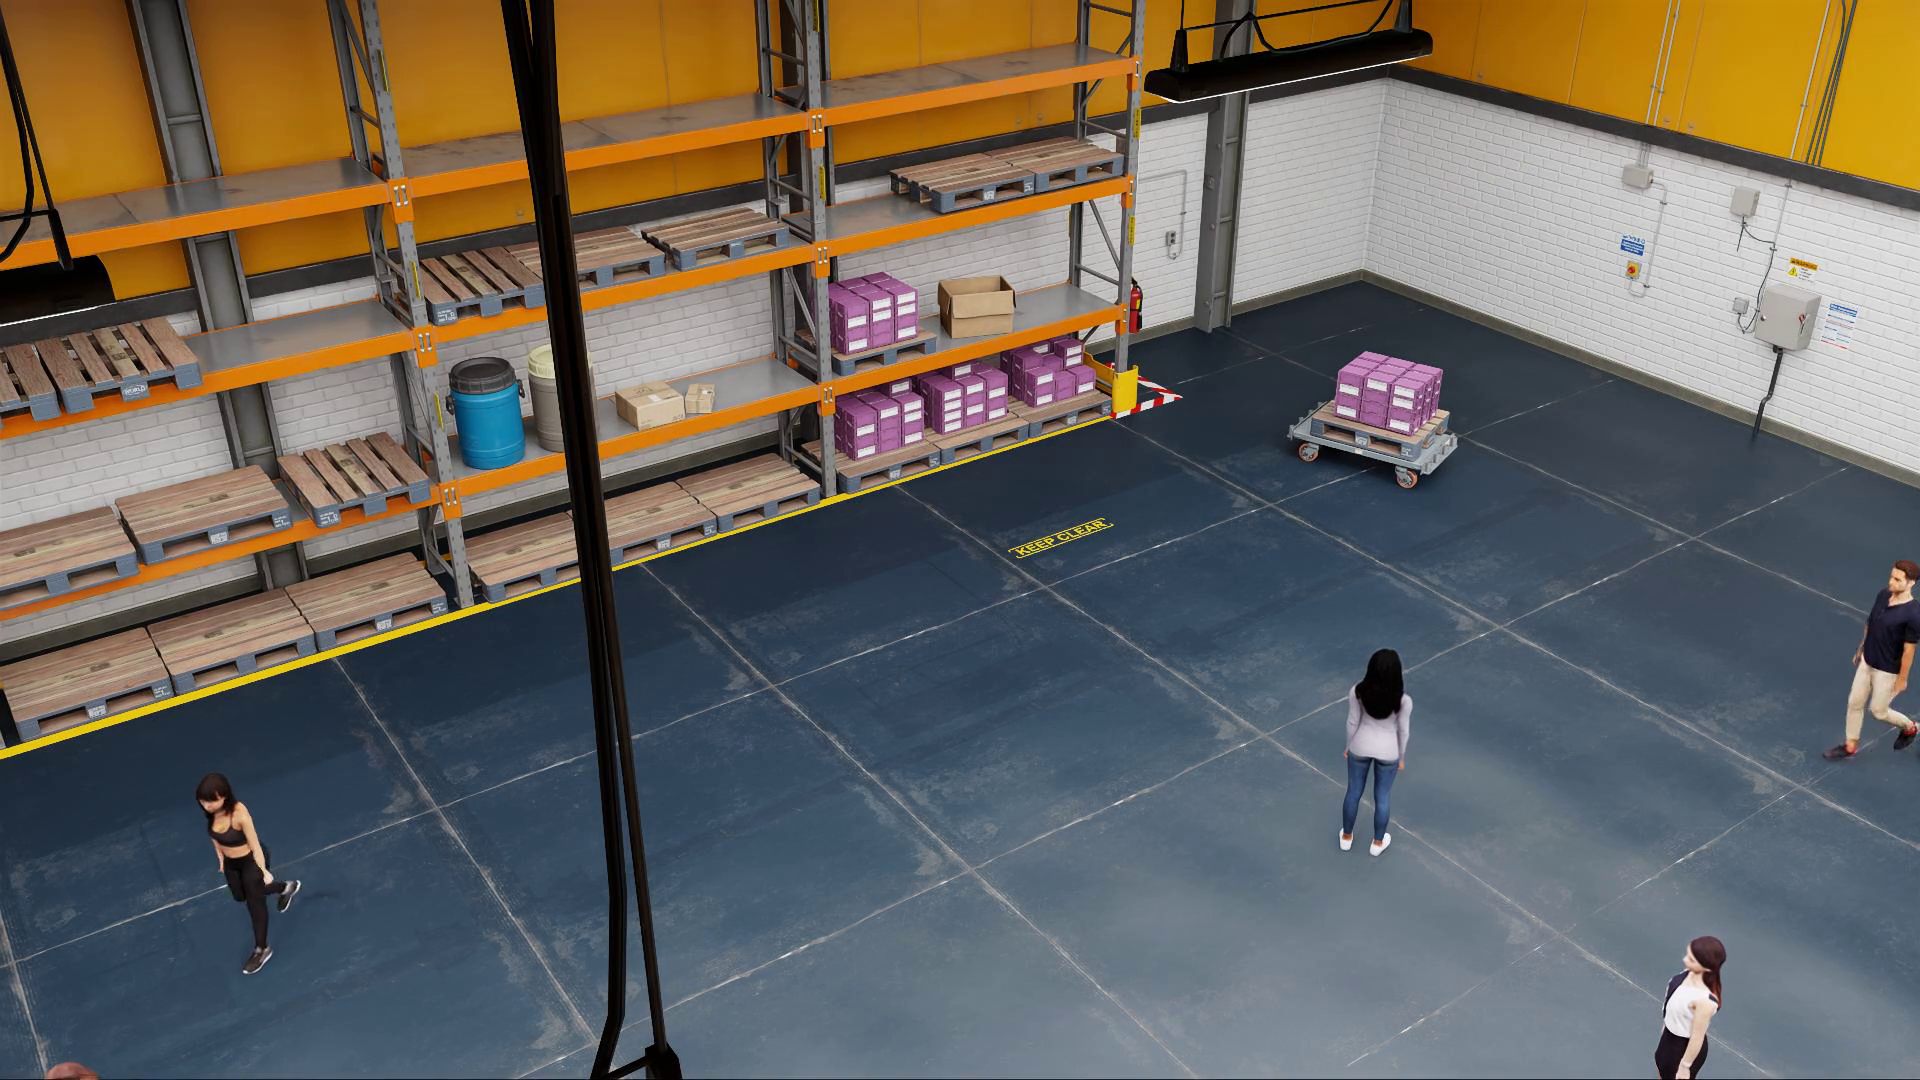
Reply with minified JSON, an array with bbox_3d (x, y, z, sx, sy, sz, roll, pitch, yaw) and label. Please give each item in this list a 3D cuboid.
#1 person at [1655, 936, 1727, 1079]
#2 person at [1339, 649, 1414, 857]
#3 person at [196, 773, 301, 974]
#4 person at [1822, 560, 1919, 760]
[{"bbox_3d":[4.222,2.957,9.712,0.686,1.649,0.629,4,29,8],"label":"person"},{"bbox_3d":[3.033,1.556,12.191,0.688,1.736,0.707,11,30,19],"label":"person"},{"bbox_3d":[-4.771,2.135,11.250,0.879,1.620,1.001,12,31,20],"label":"person"},{"bbox_3d":[7.371,0.979,13.145,1.070,1.834,0.900,-5,29,-9],"label":"person"}]
